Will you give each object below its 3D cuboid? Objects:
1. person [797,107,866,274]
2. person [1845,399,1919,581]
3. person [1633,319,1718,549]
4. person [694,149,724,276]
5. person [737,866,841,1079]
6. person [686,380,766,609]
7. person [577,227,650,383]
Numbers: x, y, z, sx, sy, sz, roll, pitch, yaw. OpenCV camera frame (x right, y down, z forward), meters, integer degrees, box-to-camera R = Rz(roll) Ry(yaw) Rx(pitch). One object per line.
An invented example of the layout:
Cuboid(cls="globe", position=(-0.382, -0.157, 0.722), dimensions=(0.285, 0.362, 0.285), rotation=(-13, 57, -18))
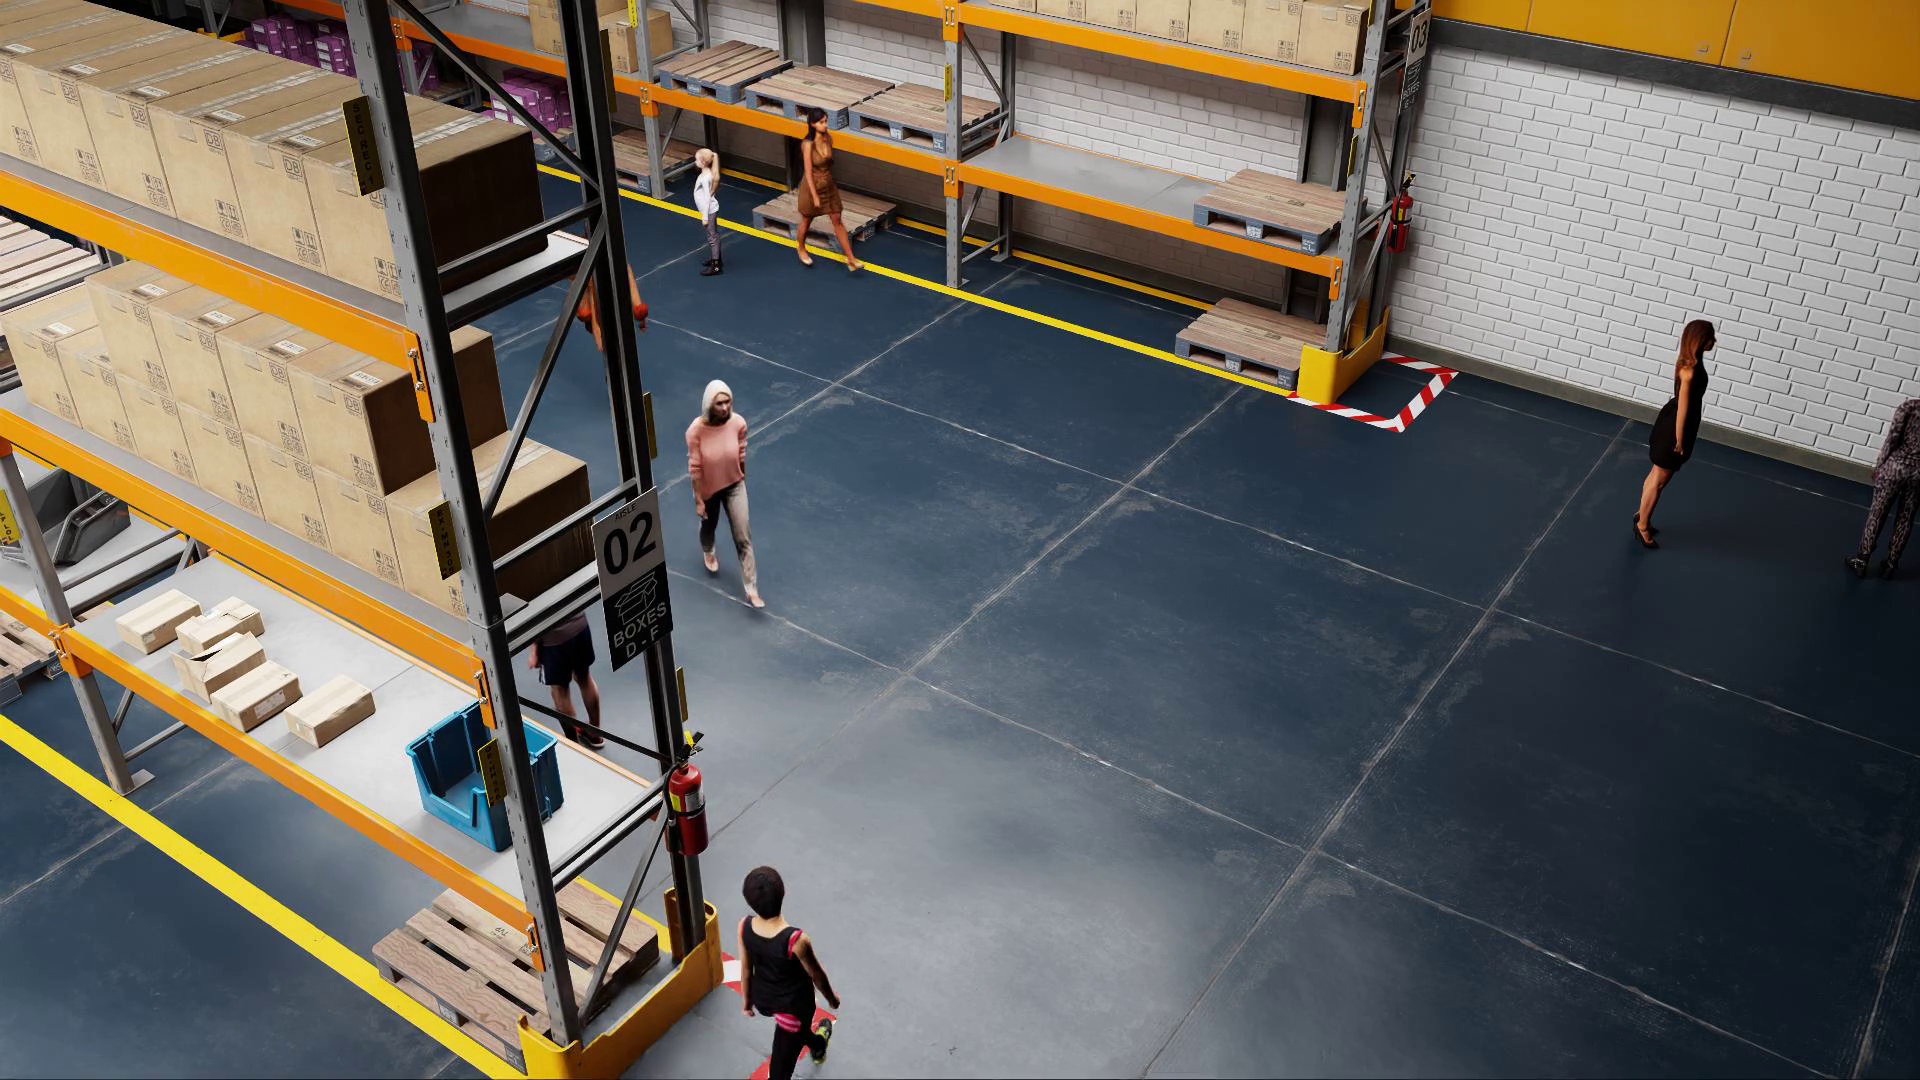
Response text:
Cuboid(cls="person", position=(-1.461, -3.444, 16.418), dimensions=(1.096, 1.647, 0.662), rotation=(27, 42, 34))
Cuboid(cls="person", position=(6.764, -0.480, 11.897), dimensions=(0.627, 1.714, 0.725), rotation=(6, 34, 9))
Cuboid(cls="person", position=(5.254, -0.780, 12.241), dimensions=(0.589, 1.834, 0.620), rotation=(13, 36, 19))
Cuboid(cls="person", position=(-2.479, -3.266, 16.483), dimensions=(0.629, 1.279, 0.580), rotation=(-1, 34, -1))
Cuboid(cls="person", position=(-0.888, 2.266, 7.960), dimensions=(0.998, 1.500, 0.670), rotation=(20, 39, 28))
Cuboid(cls="person", position=(-1.741, -0.389, 11.798), dimensions=(1.013, 1.672, 1.234), rotation=(-14, 36, -20))
Cuboid(cls="person", position=(-2.981, -1.903, 14.076), dimensions=(1.036, 1.673, 1.281), rotation=(-18, 37, -25))
